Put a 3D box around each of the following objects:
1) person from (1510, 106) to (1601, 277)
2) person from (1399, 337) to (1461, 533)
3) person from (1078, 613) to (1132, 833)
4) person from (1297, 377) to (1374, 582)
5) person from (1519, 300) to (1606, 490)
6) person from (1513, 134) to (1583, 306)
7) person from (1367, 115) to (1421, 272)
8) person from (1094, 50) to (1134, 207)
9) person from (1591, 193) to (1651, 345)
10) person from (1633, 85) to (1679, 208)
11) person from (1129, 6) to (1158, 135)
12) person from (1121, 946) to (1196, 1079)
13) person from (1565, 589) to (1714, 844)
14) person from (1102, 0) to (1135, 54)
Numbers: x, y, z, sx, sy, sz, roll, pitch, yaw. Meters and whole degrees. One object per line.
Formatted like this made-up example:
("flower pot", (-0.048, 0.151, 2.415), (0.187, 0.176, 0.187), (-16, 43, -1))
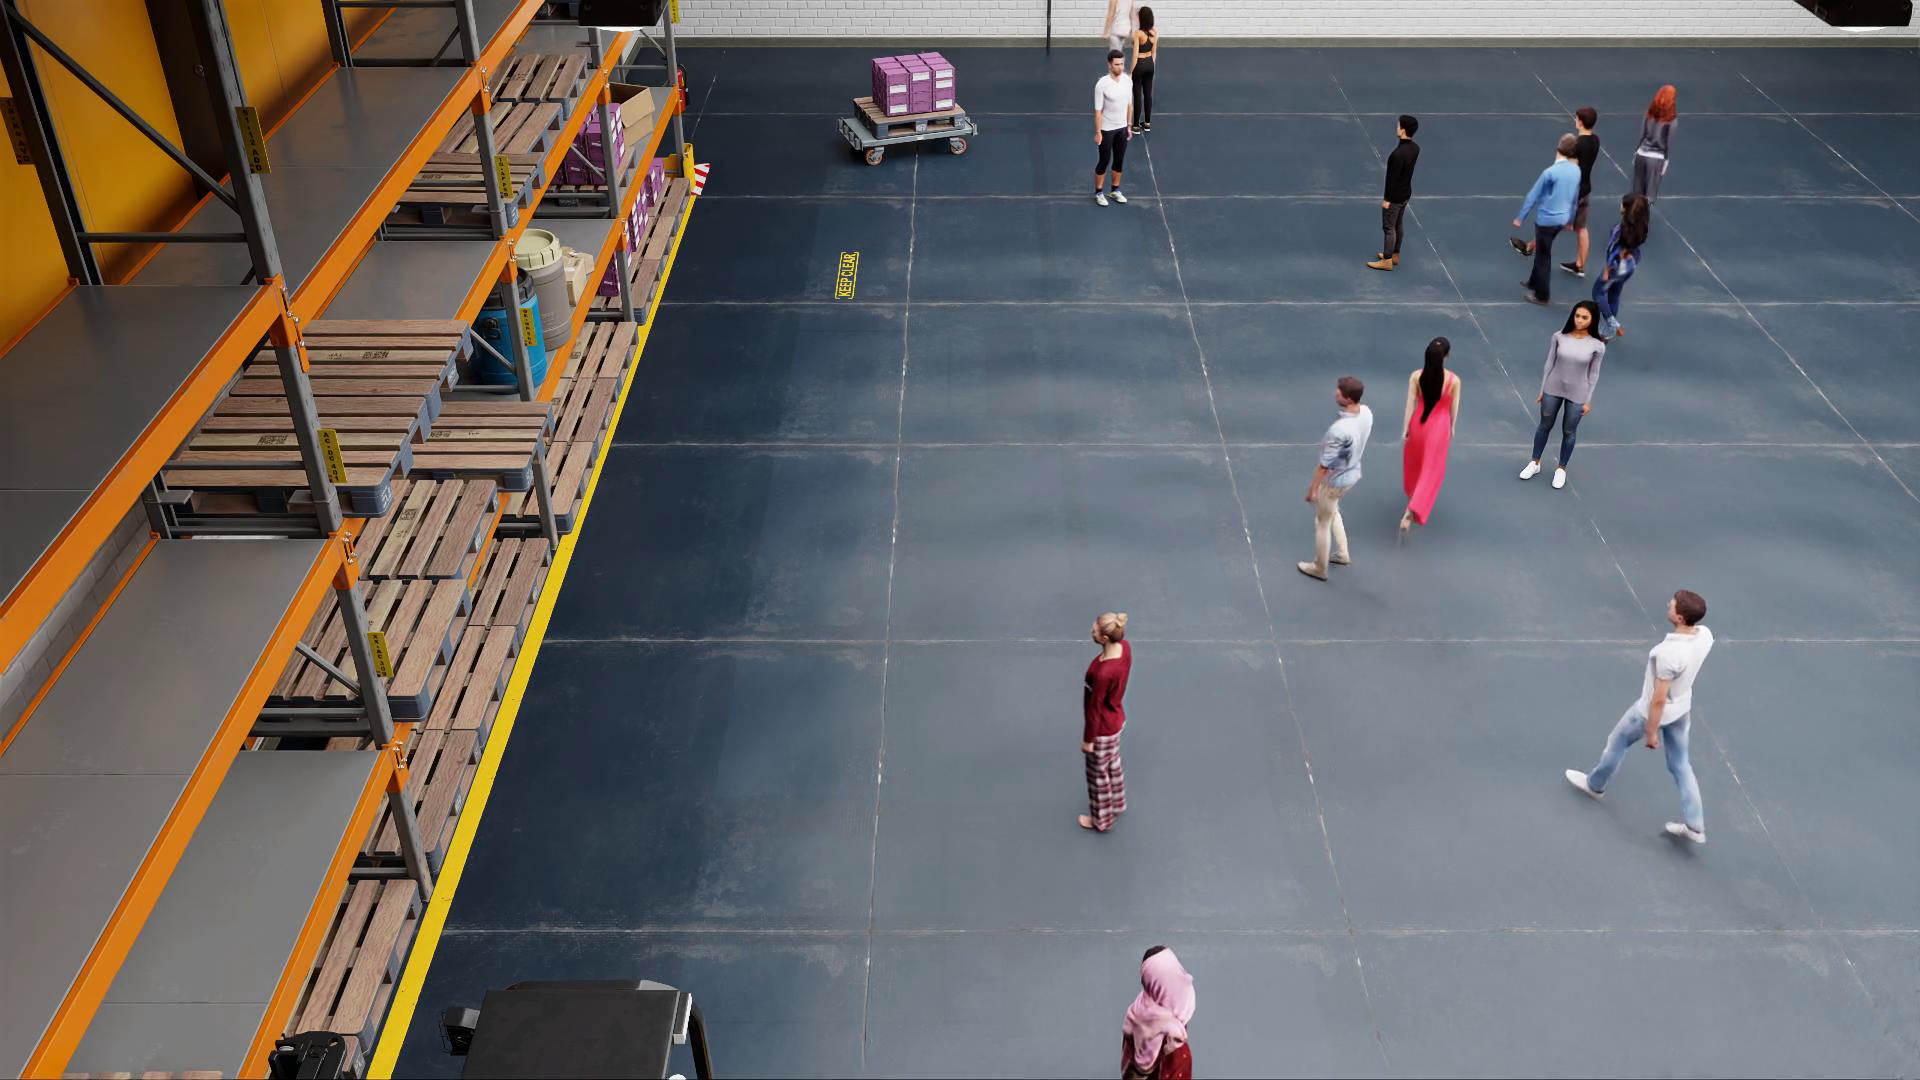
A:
("person", (6.725, -3.729, 18.008), (1.141, 1.820, 1.268), (-24, 40, -31))
("person", (3.872, -0.845, 13.780), (0.918, 1.699, 1.162), (17, 37, 23))
("person", (0.940, 1.170, 10.747), (0.733, 1.699, 0.584), (12, 35, 17))
("person", (3.007, -0.444, 13.052), (0.785, 1.837, 0.854), (-26, 41, -33))
("person", (5.260, -1.281, 14.403), (0.685, 1.735, 0.708), (21, 39, 28))
("person", (6.263, -3.318, 17.420), (0.865, 1.788, 0.912), (-20, 39, -27))
("person", (4.788, -3.809, 18.218), (0.786, 1.723, 0.688), (23, 40, 30))
("person", (1.815, -4.910, 19.761), (0.740, 1.848, 0.737), (-17, 37, -23))
("person", (6.631, -2.679, 16.616), (0.766, 1.613, 0.810), (-18, 37, -24))
("person", (7.775, -4.255, 18.848), (0.894, 1.767, 0.850), (-25, 41, -33))
("person", (2.404, -6.179, 21.855), (0.634, 1.643, 0.651), (-19, 38, -27))
("person", (1.023, 2.682, 8.531), (0.824, 1.635, 0.736), (22, 40, 30))
("person", (4.596, 1.159, 10.666), (1.071, 1.808, 1.297), (-19, 38, -26))
("person", (2.246, -7.114, 23.249), (0.862, 1.657, 0.928), (-25, 41, -33))
